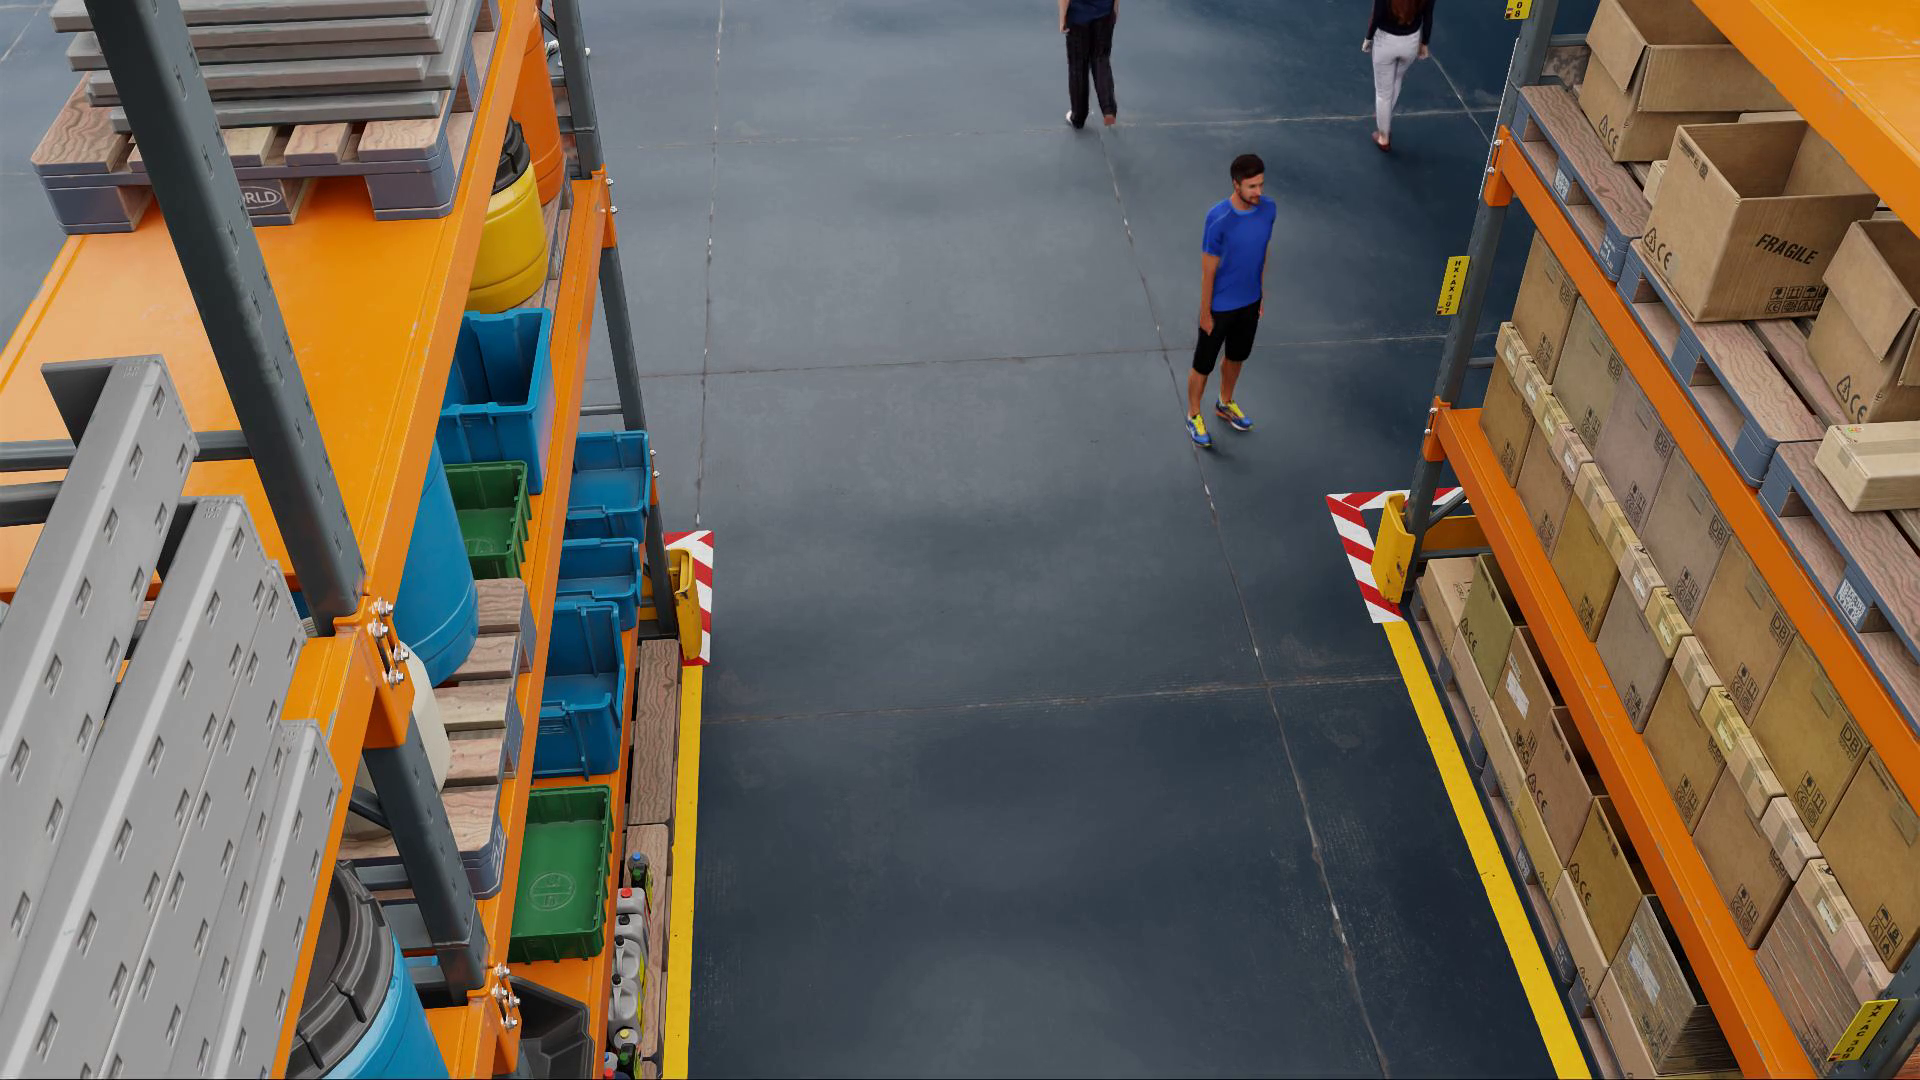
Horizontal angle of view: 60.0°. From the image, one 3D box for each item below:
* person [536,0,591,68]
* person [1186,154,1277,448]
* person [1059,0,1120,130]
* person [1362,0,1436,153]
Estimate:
[{"bbox_3d":[-3.383,-4.733,13.357,0.770,1.854,0.762,18,45,19],"label":"person"},{"bbox_3d":[1.570,-1.419,9.698,0.691,1.869,0.695,-21,46,-21],"label":"person"},{"bbox_3d":[1.011,-3.881,12.414,0.766,1.862,0.869,-12,44,-13],"label":"person"},{"bbox_3d":[3.254,-3.627,12.334,0.621,1.592,0.736,-5,42,-6],"label":"person"}]
